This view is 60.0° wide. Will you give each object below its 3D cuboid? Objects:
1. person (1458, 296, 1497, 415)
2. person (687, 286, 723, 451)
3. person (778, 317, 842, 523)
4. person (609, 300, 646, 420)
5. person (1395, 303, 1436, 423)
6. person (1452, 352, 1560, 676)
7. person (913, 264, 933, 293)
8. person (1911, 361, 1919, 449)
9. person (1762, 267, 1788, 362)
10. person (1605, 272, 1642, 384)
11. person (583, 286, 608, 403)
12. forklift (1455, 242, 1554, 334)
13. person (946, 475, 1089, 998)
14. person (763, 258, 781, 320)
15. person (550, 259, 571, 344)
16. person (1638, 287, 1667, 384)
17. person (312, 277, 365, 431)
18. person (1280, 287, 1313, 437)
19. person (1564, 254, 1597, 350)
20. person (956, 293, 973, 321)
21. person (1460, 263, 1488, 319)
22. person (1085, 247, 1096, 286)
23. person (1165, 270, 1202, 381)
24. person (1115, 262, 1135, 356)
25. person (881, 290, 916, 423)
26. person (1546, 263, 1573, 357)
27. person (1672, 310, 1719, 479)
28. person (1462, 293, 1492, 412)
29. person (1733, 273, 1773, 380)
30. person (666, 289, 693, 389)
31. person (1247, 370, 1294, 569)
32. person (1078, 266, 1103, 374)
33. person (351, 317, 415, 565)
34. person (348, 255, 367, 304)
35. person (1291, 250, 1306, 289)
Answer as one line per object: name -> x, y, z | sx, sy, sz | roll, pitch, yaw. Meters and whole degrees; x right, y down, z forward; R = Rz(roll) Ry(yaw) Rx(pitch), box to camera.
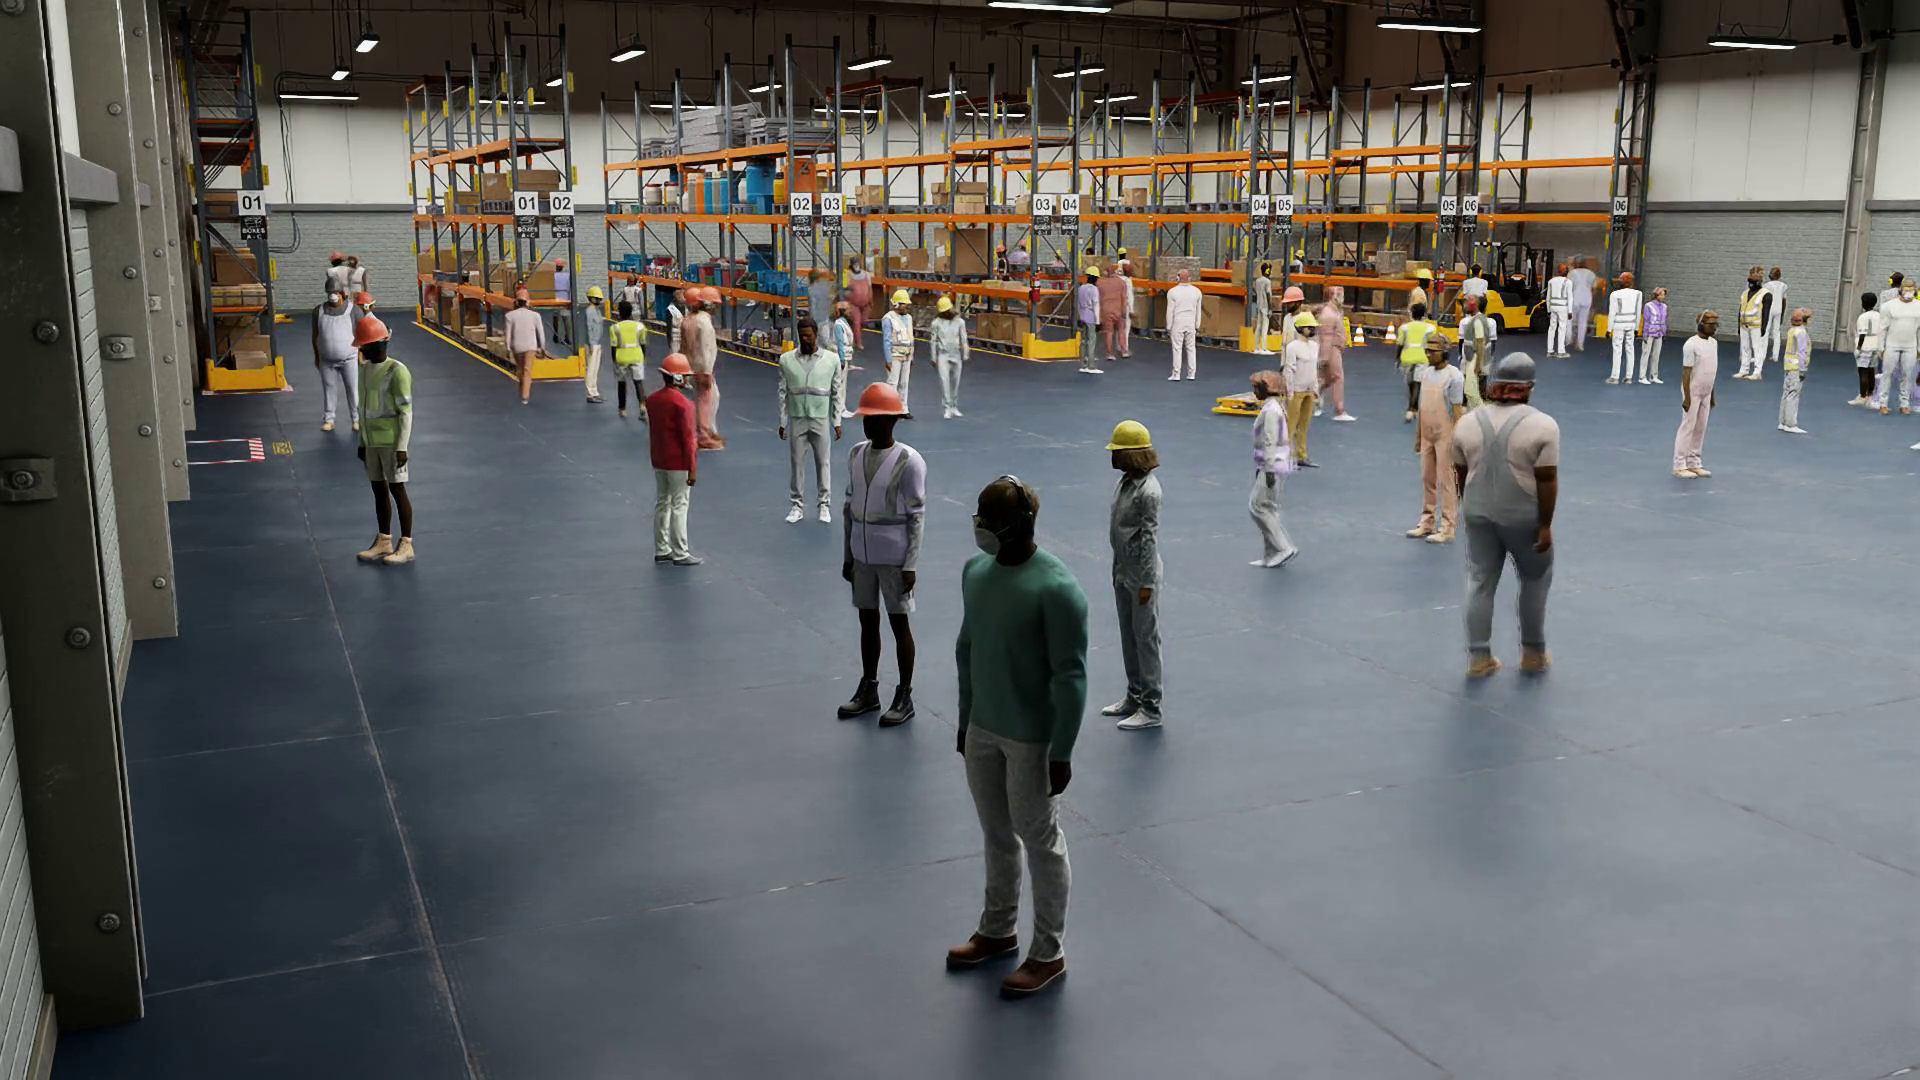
person -> 7.375, -2.624, 23.743 | 0.541, 1.695, 0.315 | 5, 12, 24
person -> -3.117, -2.089, 20.274 | 0.418, 1.988, 0.660 | -5, 12, -24
person -> -1.398, -1.117, 15.522 | 0.596, 1.917, 0.372 | 0, 11, 2
person -> -4.611, -2.508, 23.196 | 0.529, 1.673, 0.786 | -4, 12, -21
person -> 6.300, -2.455, 23.029 | 0.539, 1.640, 0.867 | 6, 13, 28
person -> 3.471, -0.172, 10.406 | 0.698, 2.000, 0.805 | 10, 15, 43
person -> -0.952, -6.636, 43.744 | 0.532, 1.853, 0.717 | -5, 12, -24
person -> 11.880, -2.016, 20.116 | 0.397, 1.911, 0.588 | -4, 12, -22
person -> 15.741, -4.363, 32.241 | 0.501, 1.838, 0.341 | -1, 11, -3
person -> 11.210, -3.577, 28.109 | 0.573, 1.883, 0.354 | -1, 11, -6
person -> -5.565, -2.979, 25.380 | 0.329, 1.765, 0.526 | 1, 11, 5
forklift -> 13.047, -6.049, 39.881 | 2.313, 2.155, 1.214 | -5, 12, -23
person -> 0.205, 0.715, 6.156 | 0.355, 1.938, 0.634 | -9, 14, -37
person -> -5.086, -6.939, 44.819 | 0.605, 2.033, 0.392 | -5, 12, -24
person -> -8.832, -5.264, 36.752 | 0.553, 1.869, 1.070 | -5, 12, -26
person -> 11.720, -3.447, 28.097 | 0.514, 1.634, 0.312 | -5, 12, -26
person -> -8.242, -2.465, 22.057 | 0.683, 2.000, 0.538 | -2, 11, -9
person -> 4.293, -2.294, 21.458 | 0.378, 1.932, 0.551 | -5, 12, -24
person -> 13.016, -5.022, 35.051 | 0.698, 2.000, 0.539 | 1, 11, 3
person -> 0.090, -6.726, 44.435 | 0.568, 1.755, 0.320 | -3, 12, -15
person -> 10.309, -4.603, 33.358 | 0.512, 1.872, 0.328 | 1, 11, 6
person -> 3.710, -7.278, 46.867 | 0.397, 1.910, 0.585 | -5, 12, -23
person -> 3.823, -3.687, 28.611 | 0.644, 1.907, 0.400 | -3, 12, -16
person -> 3.345, -4.683, 33.734 | 0.338, 1.883, 0.588 | -4, 12, -20
person -> -0.836, -2.536, 22.978 | 0.403, 1.825, 0.593 | 8, 14, 35
person -> 12.007, -4.596, 33.286 | 0.338, 1.882, 0.583 | -7, 13, -31
person -> 8.030, -1.580, 18.097 | 0.501, 1.839, 0.341 | -8, 13, -34
person -> 6.840, -2.353, 22.062 | 0.419, 1.817, 0.604 | 2, 11, 11
person -> 13.761, -3.705, 28.893 | 0.429, 1.837, 0.629 | -4, 12, -20
person -> -4.562, -3.259, 27.115 | 0.306, 1.639, 0.523 | 10, 15, 41
person -> 2.496, -0.565, 13.496 | 0.359, 1.620, 0.533 | 2, 11, 10
person -> 2.351, -3.960, 29.964 | 0.373, 1.920, 0.585 | -6, 13, -28
person -> -4.755, -0.808, 13.660 | 0.605, 2.034, 0.390 | 8, 13, 34
person -> -14.800, -6.039, 40.716 | 0.570, 1.845, 0.380 | 0, 11, 3
person -> 9.702, -7.397, 47.701 | 0.408, 1.824, 0.585 | -2, 11, -9
